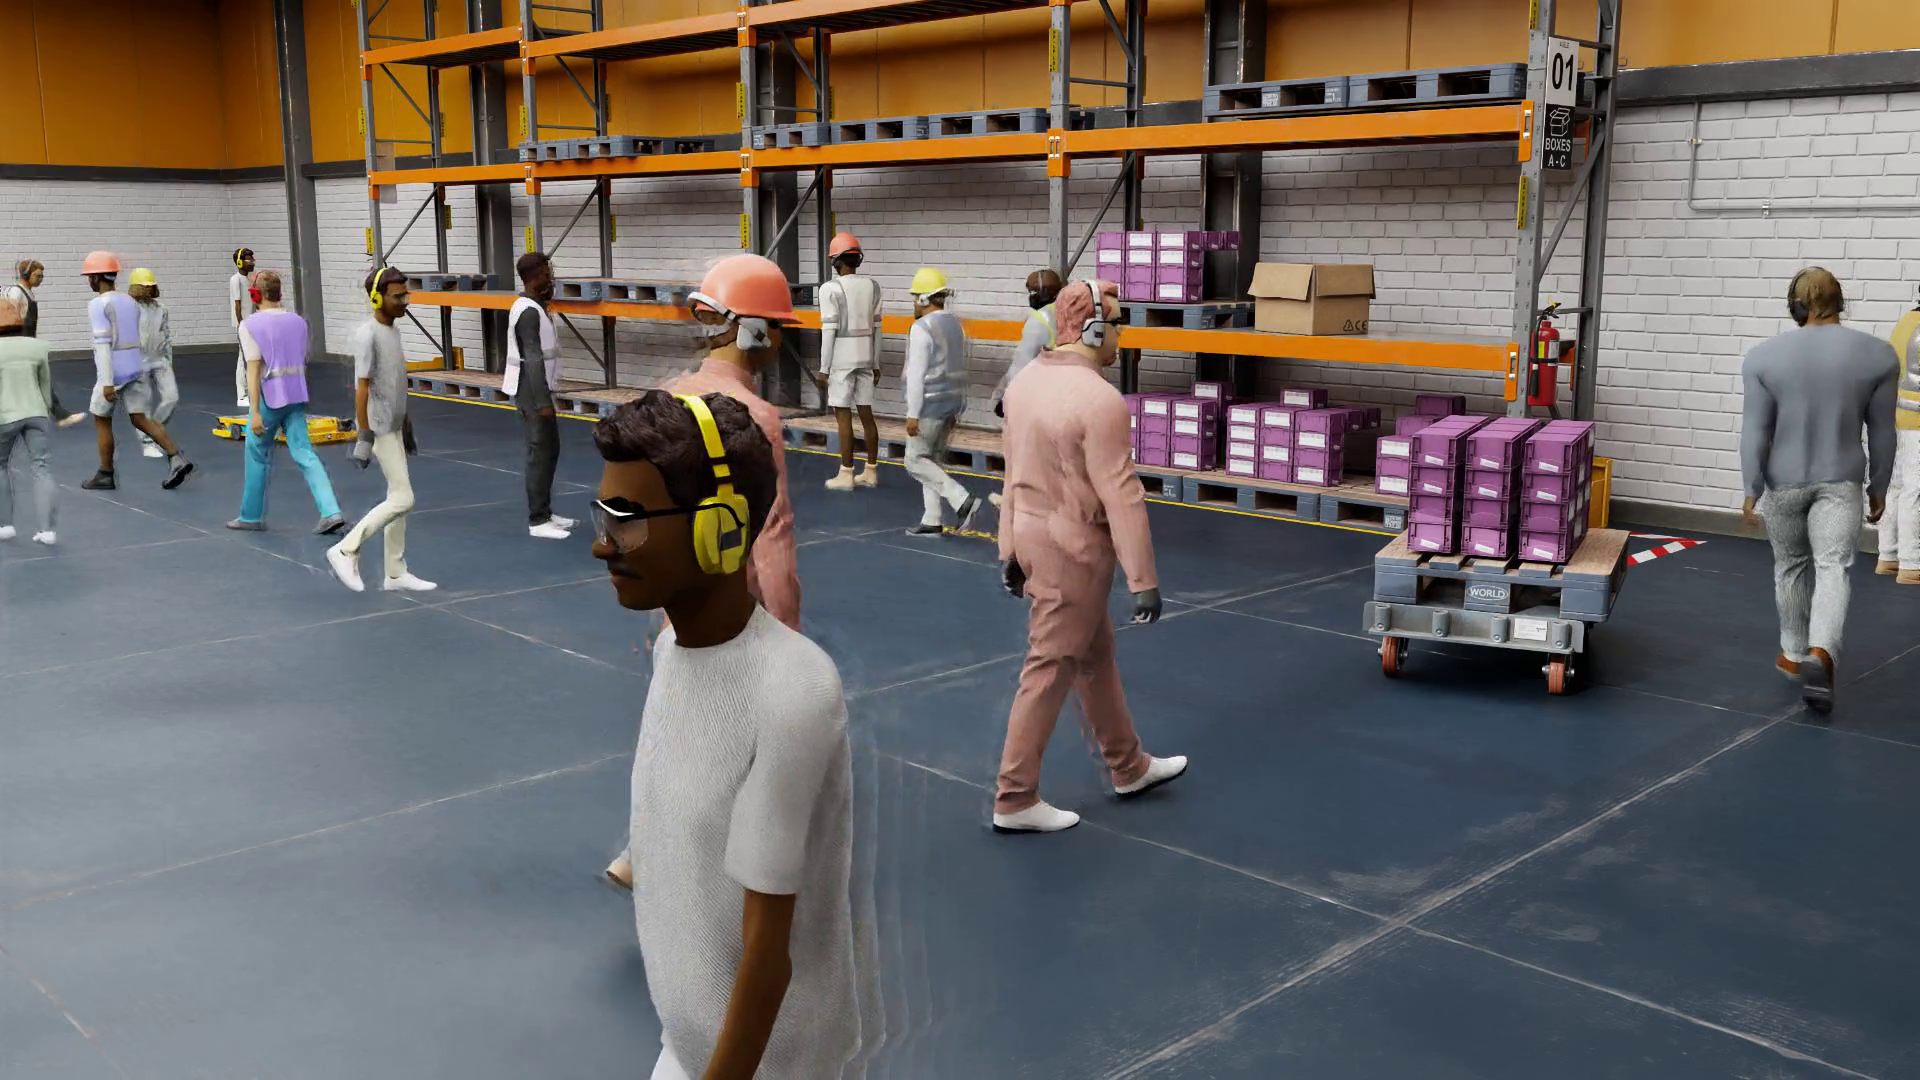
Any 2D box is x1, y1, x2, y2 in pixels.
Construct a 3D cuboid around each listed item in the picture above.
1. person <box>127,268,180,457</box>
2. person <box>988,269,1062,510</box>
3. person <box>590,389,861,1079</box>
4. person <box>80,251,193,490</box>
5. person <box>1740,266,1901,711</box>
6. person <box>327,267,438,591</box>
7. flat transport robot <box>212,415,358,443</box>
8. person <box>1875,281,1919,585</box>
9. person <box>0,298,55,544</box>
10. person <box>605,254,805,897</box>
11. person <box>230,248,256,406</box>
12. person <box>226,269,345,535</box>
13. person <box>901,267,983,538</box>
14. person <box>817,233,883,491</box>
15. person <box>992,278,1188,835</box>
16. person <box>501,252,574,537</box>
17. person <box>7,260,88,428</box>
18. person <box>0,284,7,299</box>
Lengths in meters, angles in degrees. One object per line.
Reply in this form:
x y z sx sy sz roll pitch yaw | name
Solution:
-7.391 -1.609 15.173 0.375 1.729 0.508 7 12 32 | person
0.560 -0.967 11.508 0.943 1.783 0.617 6 12 29 | person
-0.374 0.726 2.184 0.900 1.822 0.513 -7 13 -34 | person
-6.583 -1.325 13.167 0.880 1.908 0.552 2 11 11 | person
3.730 -0.241 7.277 0.636 1.898 0.951 5 11 23 | person
-3.270 -0.605 9.365 0.461 1.851 0.521 -1 10 -5 | person
-6.694 -1.118 16.470 1.431 0.197 0.652 7 12 33 | flat transport robot
5.634 -0.665 9.714 0.430 1.844 0.623 2 11 10 | person
-6.251 -0.780 10.978 0.664 1.610 0.512 8 13 39 | person
-0.650 0.202 4.628 0.514 1.971 0.612 -5 12 -27 | person
-8.480 -2.522 19.769 0.309 1.868 0.534 -2 11 -10 | person
-4.592 -0.923 11.244 0.971 1.801 0.586 5 11 24 | person
-0.119 -0.882 10.973 0.554 1.814 0.607 5 11 25 | person
-0.893 -1.411 13.239 0.614 2.039 0.394 -10 14 -42 | person
0.496 0.061 5.662 0.915 1.865 0.681 -4 11 -21 | person
-2.853 -0.957 11.163 0.418 1.900 0.633 -1 10 -8 | person
-9.767 -2.027 17.365 0.991 1.771 0.567 -3 11 -18 | person
-10.039 -1.994 17.024 0.652 1.814 0.523 -8 13 -36 | person
